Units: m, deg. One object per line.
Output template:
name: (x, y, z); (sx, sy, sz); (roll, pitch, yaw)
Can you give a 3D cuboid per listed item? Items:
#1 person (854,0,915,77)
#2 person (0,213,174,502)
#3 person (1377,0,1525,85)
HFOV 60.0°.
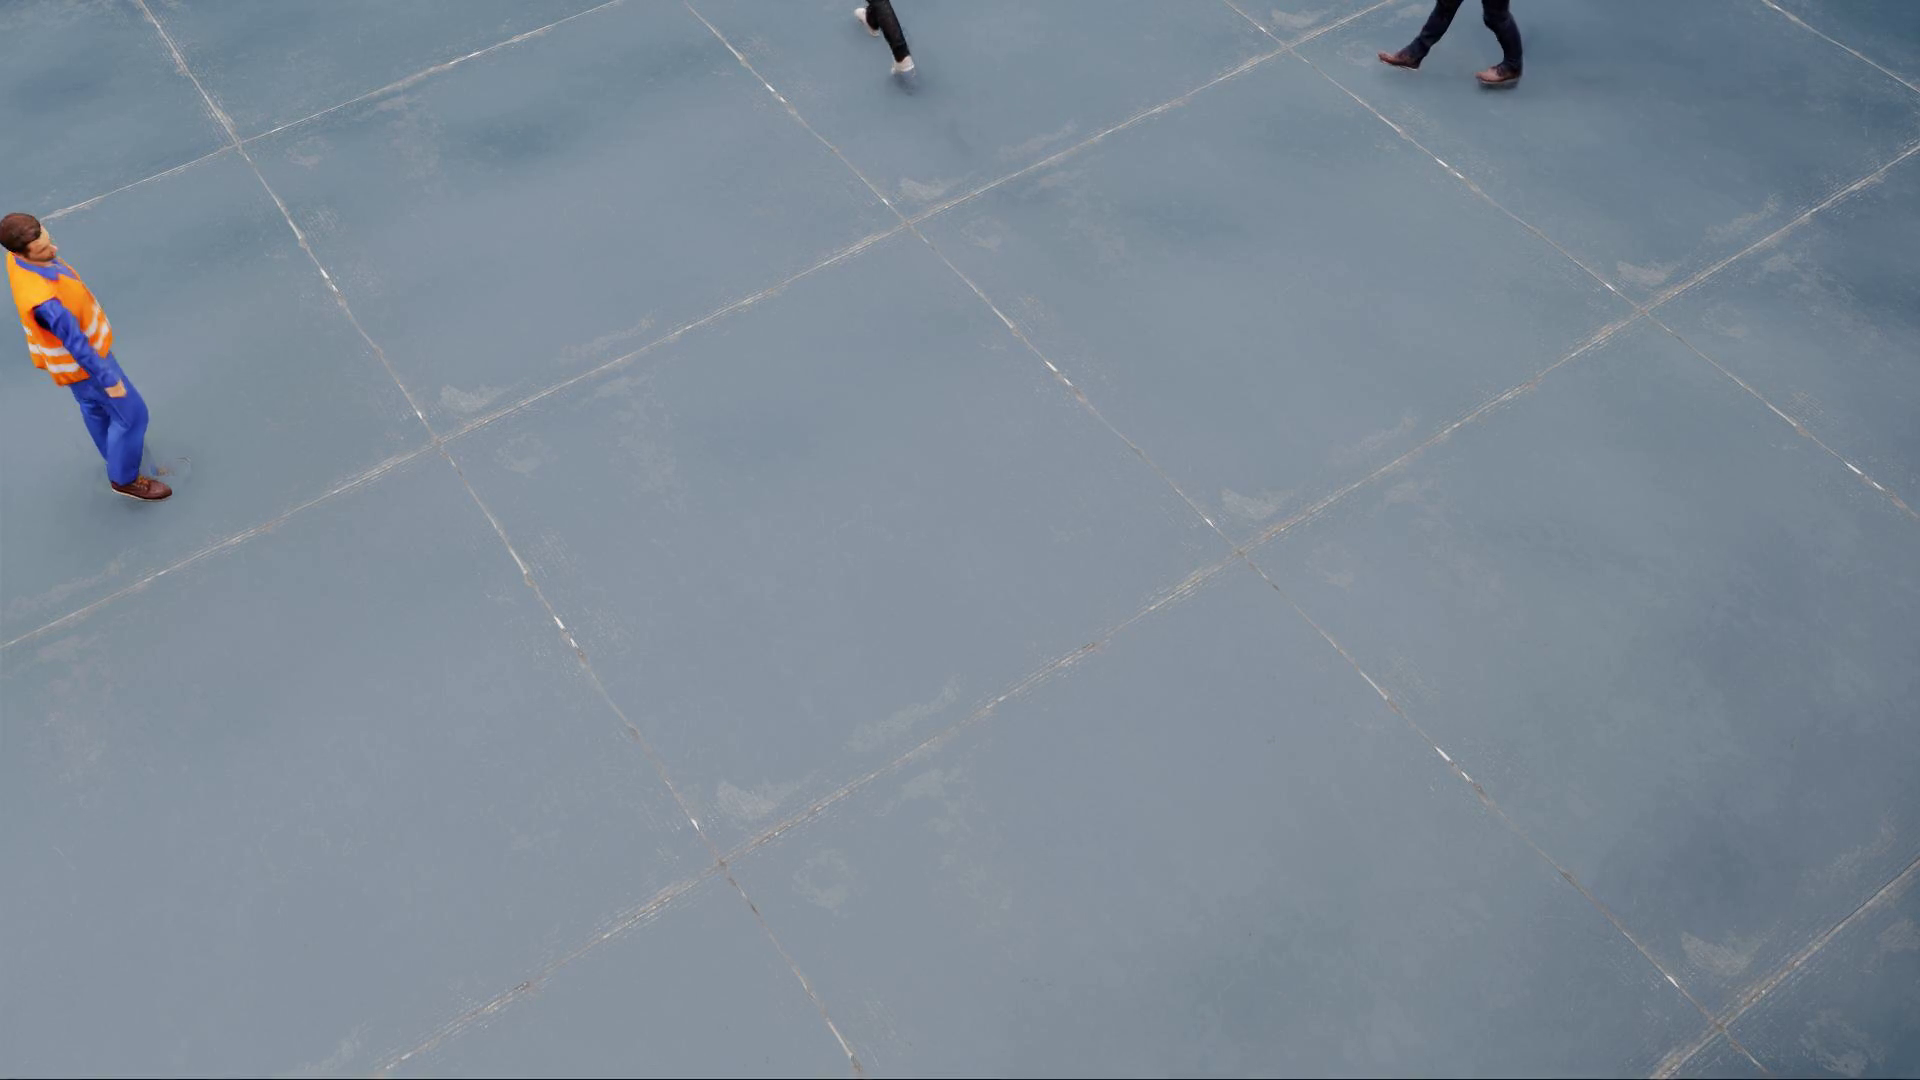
person: (-0.470, -3.670, 10.156); (0.613, 1.737, 1.091); (-28, 57, -20)
person: (-4.235, -0.880, 7.929); (0.552, 1.840, 0.889); (35, 60, 24)
person: (3.279, -3.489, 9.976); (1.206, 1.800, 1.229); (0, 52, 0)
